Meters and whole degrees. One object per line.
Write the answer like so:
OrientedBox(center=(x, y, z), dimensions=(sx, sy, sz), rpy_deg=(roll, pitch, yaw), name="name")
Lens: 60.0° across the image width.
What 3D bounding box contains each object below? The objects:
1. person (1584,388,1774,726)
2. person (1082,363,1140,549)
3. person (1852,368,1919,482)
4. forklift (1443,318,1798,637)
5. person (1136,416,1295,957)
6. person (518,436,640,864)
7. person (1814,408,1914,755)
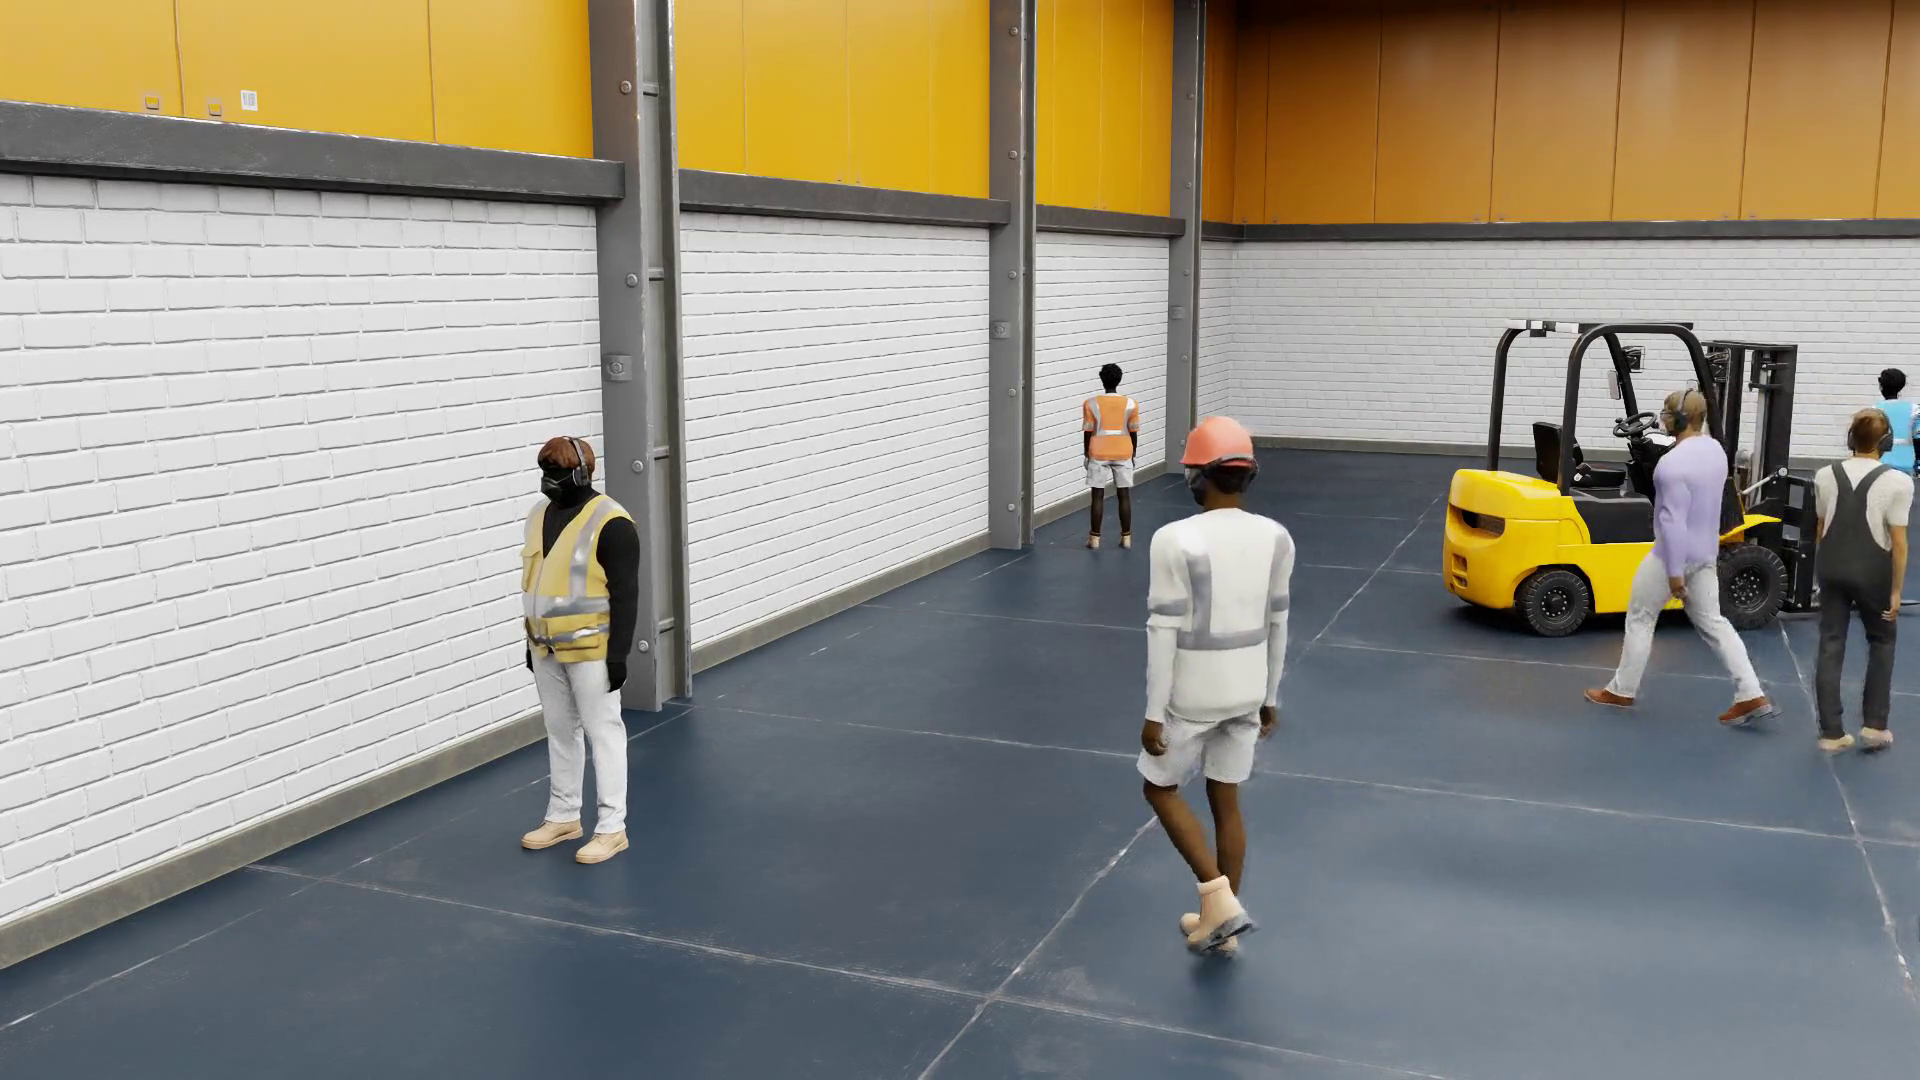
OrientedBox(center=(4.108, 0.093, 9.343), dimensions=(0.634, 1.899, 1.006), rpy_deg=(-7, 12, -36), name="person")
OrientedBox(center=(1.365, -0.752, 15.071), dimensions=(0.529, 1.690, 0.321), rpy_deg=(-1, 9, -5), name="person")
OrientedBox(center=(8.014, -0.646, 14.404), dimensions=(0.558, 1.681, 0.379), rpy_deg=(2, 10, 11), name="person")
OrientedBox(center=(4.706, -0.497, 11.990), dimensions=(2.313, 2.155, 1.214), rpy_deg=(-2, 10, -10), name="forklift")
OrientedBox(center=(0.929, 0.558, 6.107), dimensions=(0.629, 2.023, 0.452), rpy_deg=(-5, 11, -27), name="person")
OrientedBox(center=(-1.676, 0.467, 7.214), dimensions=(0.633, 1.843, 0.429), rpy_deg=(6, 11, 34), name="person")
OrientedBox(center=(4.762, 0.216, 8.788), dimensions=(0.643, 1.821, 0.504), rpy_deg=(-9, 13, -43), name="person")
